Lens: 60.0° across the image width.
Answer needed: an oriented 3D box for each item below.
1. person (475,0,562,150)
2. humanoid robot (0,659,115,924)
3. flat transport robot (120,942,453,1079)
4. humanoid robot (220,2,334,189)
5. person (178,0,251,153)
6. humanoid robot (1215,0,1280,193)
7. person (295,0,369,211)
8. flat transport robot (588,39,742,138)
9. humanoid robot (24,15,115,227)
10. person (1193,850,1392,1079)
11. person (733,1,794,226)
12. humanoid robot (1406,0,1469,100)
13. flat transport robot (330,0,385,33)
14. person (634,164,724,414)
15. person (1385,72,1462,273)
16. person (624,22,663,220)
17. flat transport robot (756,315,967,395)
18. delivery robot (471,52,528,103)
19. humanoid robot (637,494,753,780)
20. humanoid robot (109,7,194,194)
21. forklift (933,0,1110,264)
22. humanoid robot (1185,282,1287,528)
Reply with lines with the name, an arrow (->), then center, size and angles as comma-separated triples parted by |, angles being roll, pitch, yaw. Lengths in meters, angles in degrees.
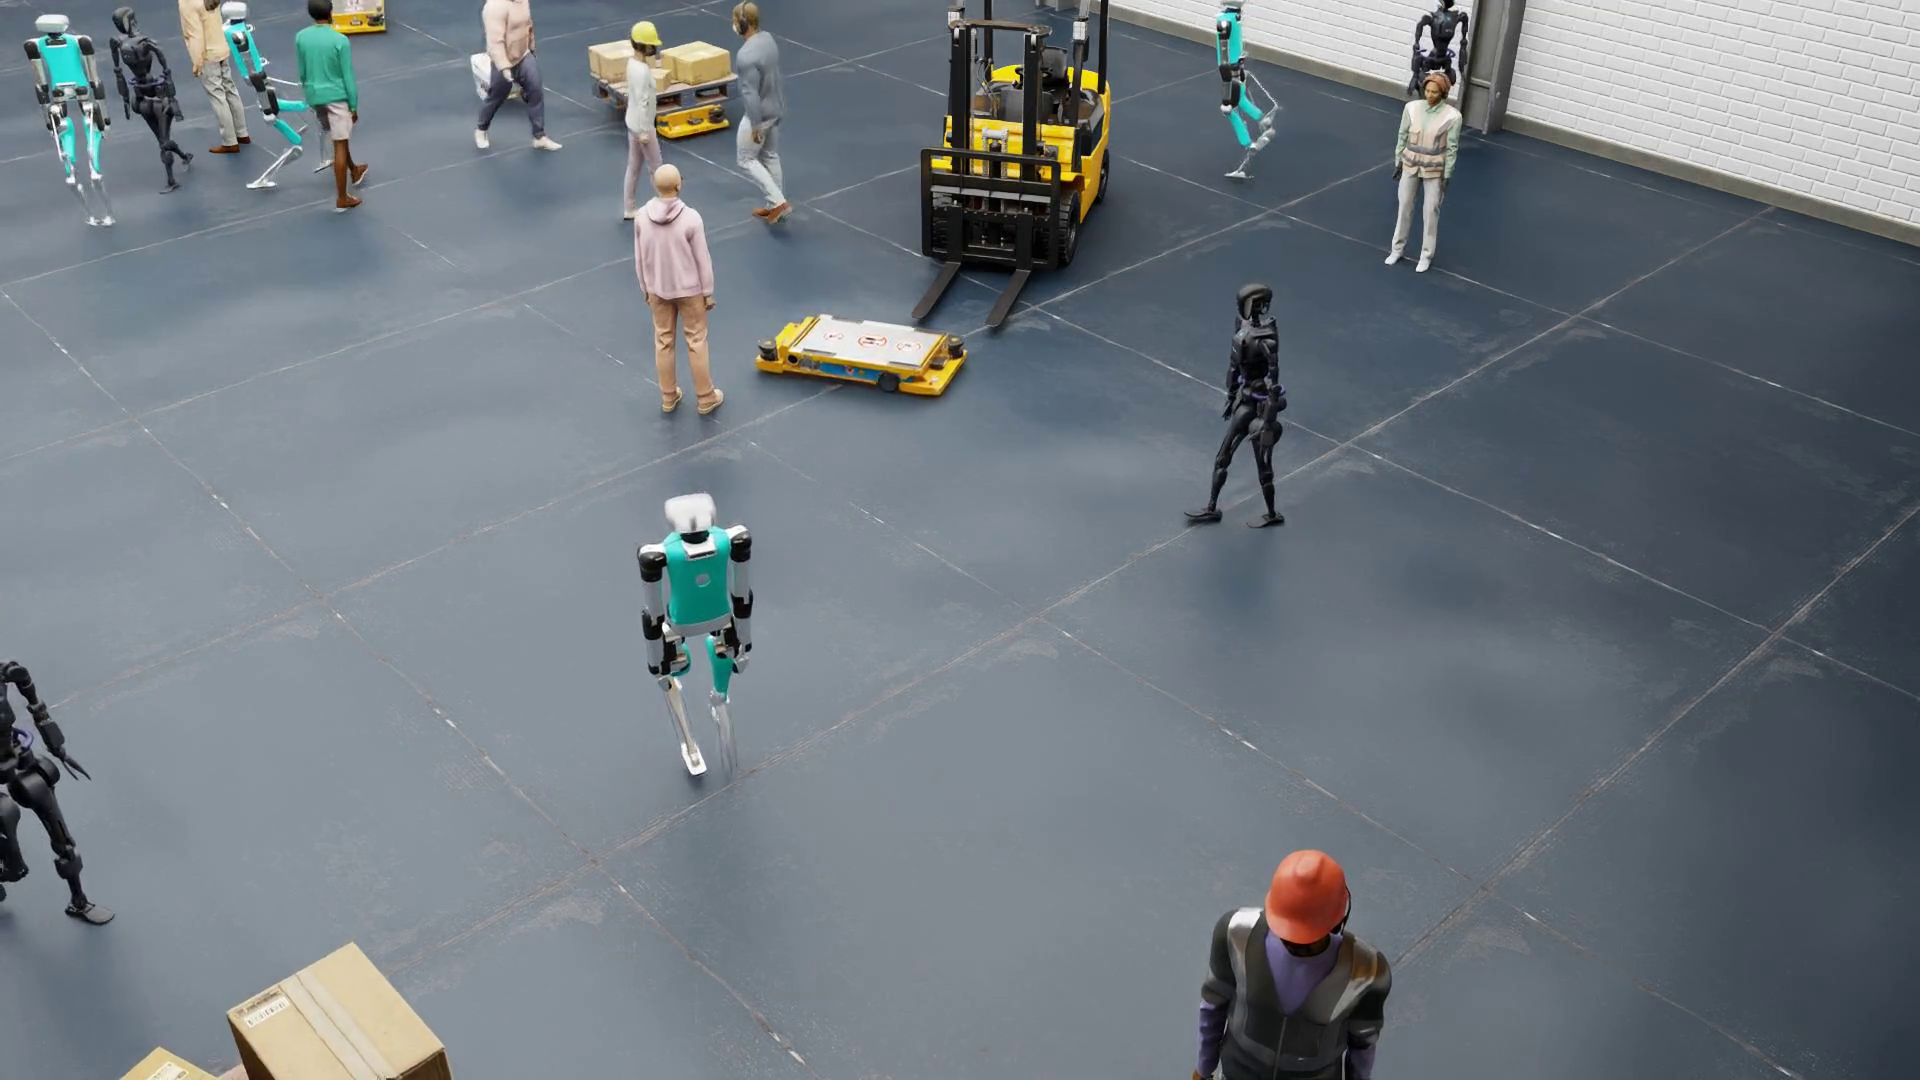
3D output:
person -> -4.345, -4.634, 15.890 | 0.874, 1.810, 0.798 | 16, 36, 23
humanoid robot -> -4.231, 1.033, 7.312 | 0.620, 1.638, 0.589 | 13, 35, 20
flat transport robot -> -2.548, 2.542, 6.265 | 0.659, 0.231, 1.431 | -28, 42, -36
humanoid robot -> -6.060, -4.002, 15.013 | 1.045, 1.747, 0.555 | -16, 36, -23
person -> -7.112, -4.625, 15.810 | 0.400, 1.875, 0.566 | 3, 33, 5
humanoid robot -> 2.620, -3.966, 15.017 | 0.750, 1.890, 0.542 | 11, 35, 16
person -> -5.583, -3.936, 14.850 | 0.508, 1.765, 1.033 | 4, 33, 6
flat transport robot -> -2.980, -4.431, 16.984 | 0.659, 0.231, 1.431 | -20, 38, -28
humanoid robot -> -7.580, -3.531, 14.256 | 0.533, 1.762, 0.799 | -10, 34, -14
person -> 1.096, 1.846, 5.711 | 0.604, 2.045, 0.375 | 11, 35, 17
person -> -1.666, -3.630, 14.250 | 0.531, 1.912, 0.655 | 11, 35, 16
humanoid robot -> 4.536, -4.426, 15.721 | 0.602, 1.628, 0.767 | -6, 34, -10
flat transport robot -> -7.247, -6.350, 19.932 | 0.659, 0.231, 1.431 | -9, 34, -14
person -> -1.943, -1.695, 11.388 | 0.529, 1.782, 0.403 | 6, 34, 9
person -> 3.770, -2.994, 13.521 | 0.512, 1.634, 0.312 | 23, 39, 31
person -> -2.692, -3.570, 14.332 | 0.616, 1.747, 0.553 | -10, 34, -14
flat transport robot -> -0.724, -1.378, 12.291 | 1.431, 0.231, 0.659 | 10, 34, 15
delivery robot -> -4.810, -4.819, 17.335 | 0.499, 0.614, 0.815 | -19, 38, -26
humanoid robot -> -1.321, 0.480, 8.145 | 0.539, 1.844, 0.753 | -14, 36, -20
humanoid robot -> -7.347, -4.051, 15.160 | 0.603, 1.625, 0.764 | 6, 34, 9
forklift -> 0.570, -3.725, 14.138 | 1.214, 2.155, 2.313 | 9, 34, 13
humanoid robot -> 1.753, -0.785, 10.104 | 0.611, 1.639, 0.607 | -10, 34, -15
